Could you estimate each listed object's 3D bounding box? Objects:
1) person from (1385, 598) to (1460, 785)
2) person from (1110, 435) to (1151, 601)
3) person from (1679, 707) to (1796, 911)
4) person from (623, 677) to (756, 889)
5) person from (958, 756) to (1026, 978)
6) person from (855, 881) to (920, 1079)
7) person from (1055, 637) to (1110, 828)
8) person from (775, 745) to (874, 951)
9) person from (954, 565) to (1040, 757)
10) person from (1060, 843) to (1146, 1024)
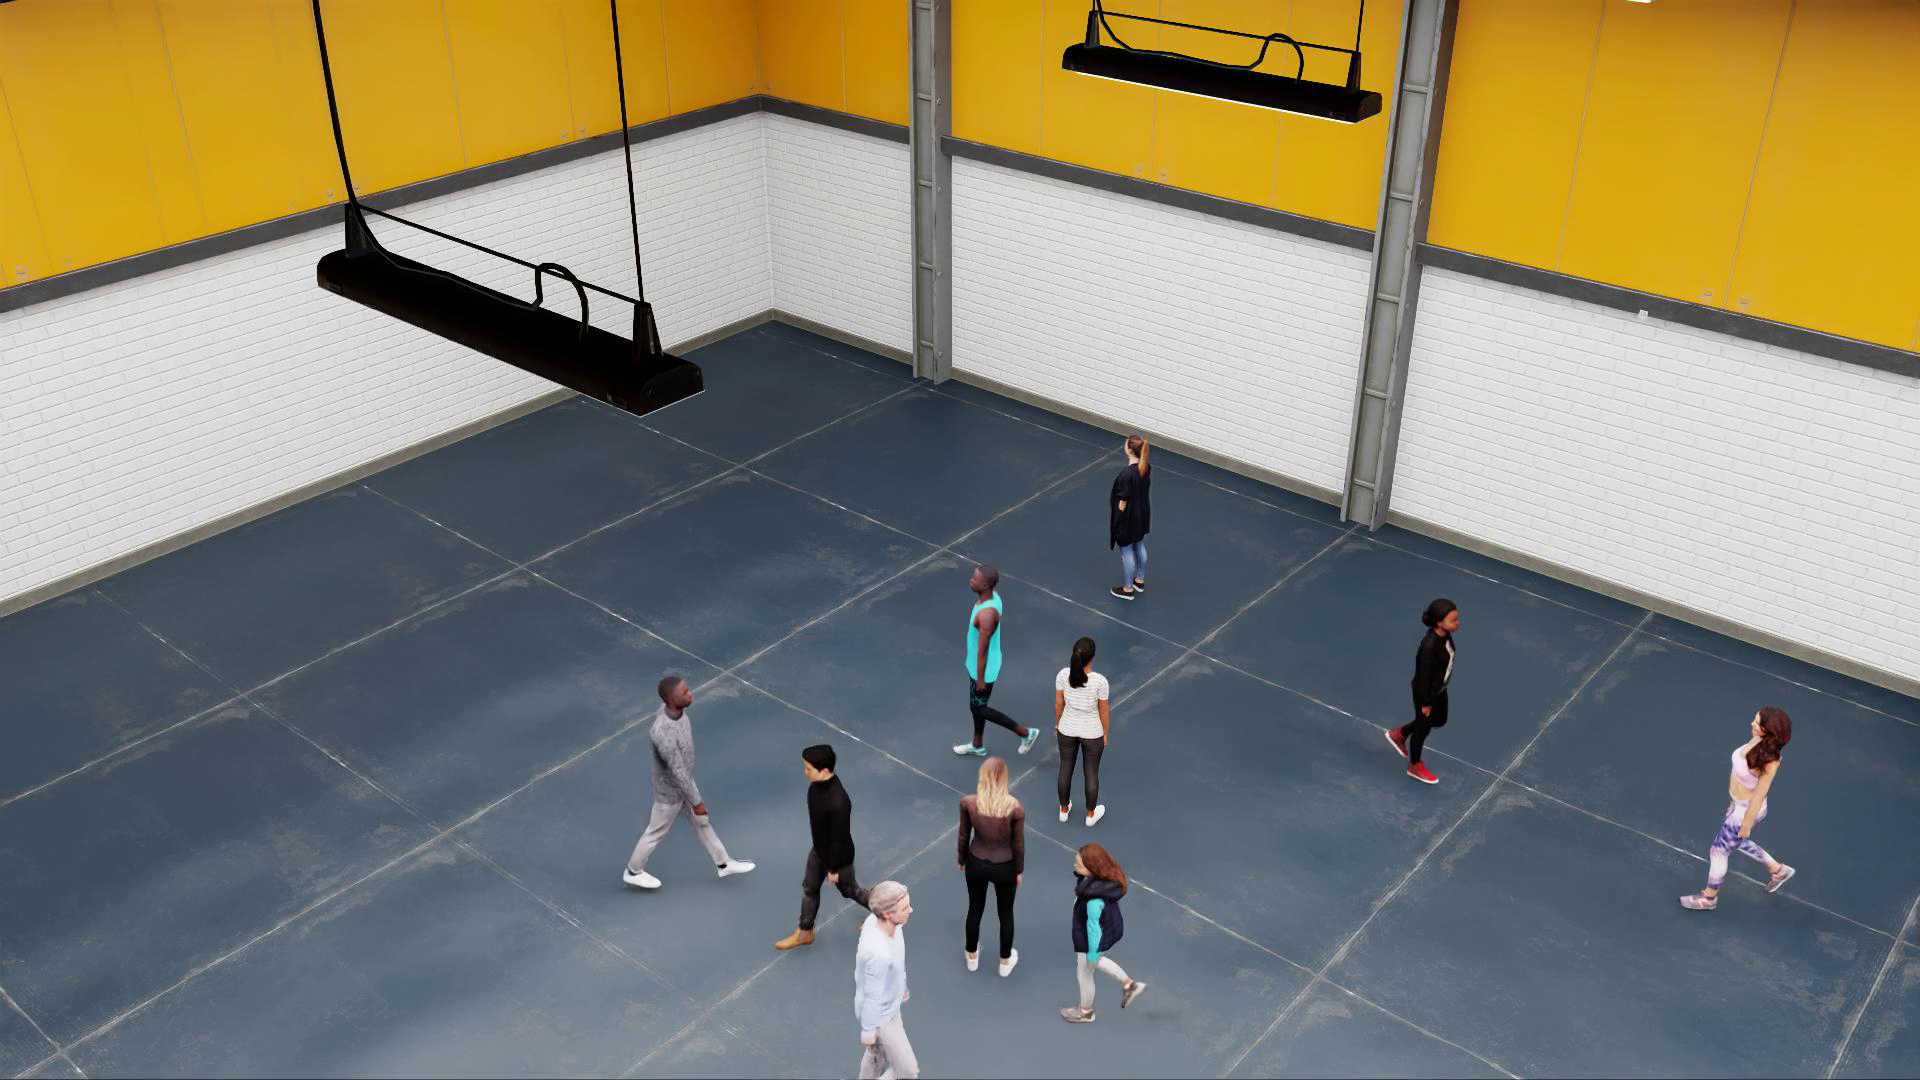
[{"bbox_3d":[3.671,1.170,13.259,0.737,1.669,0.598,20,35,33],"label":"person"},{"bbox_3d":[1.641,-0.226,15.802,0.555,1.683,0.631,24,37,36],"label":"person"},{"bbox_3d":[5.641,1.933,11.776,1.075,1.749,0.869,7,29,12],"label":"person"},{"bbox_3d":[-2.167,1.792,11.994,1.297,1.788,1.148,2,29,3],"label":"person"},{"bbox_3d":[0.212,2.227,11.292,0.640,1.696,0.759,7,29,12],"label":"person"},{"bbox_3d":[-0.567,2.830,10.002,0.838,1.873,0.801,4,29,7],"label":"person"},{"bbox_3d":[0.927,1.459,12.752,0.577,1.646,0.701,9,30,16],"label":"person"},{"bbox_3d":[-0.803,2.113,11.500,1.007,1.697,1.146,-13,31,-22],"label":"person"},{"bbox_3d":[0.292,1.024,13.399,1.050,1.791,0.910,3,29,6],"label":"person"},{"bbox_3d":[0.932,2.567,10.881,0.898,1.493,0.793,5,29,8],"label":"person"}]
